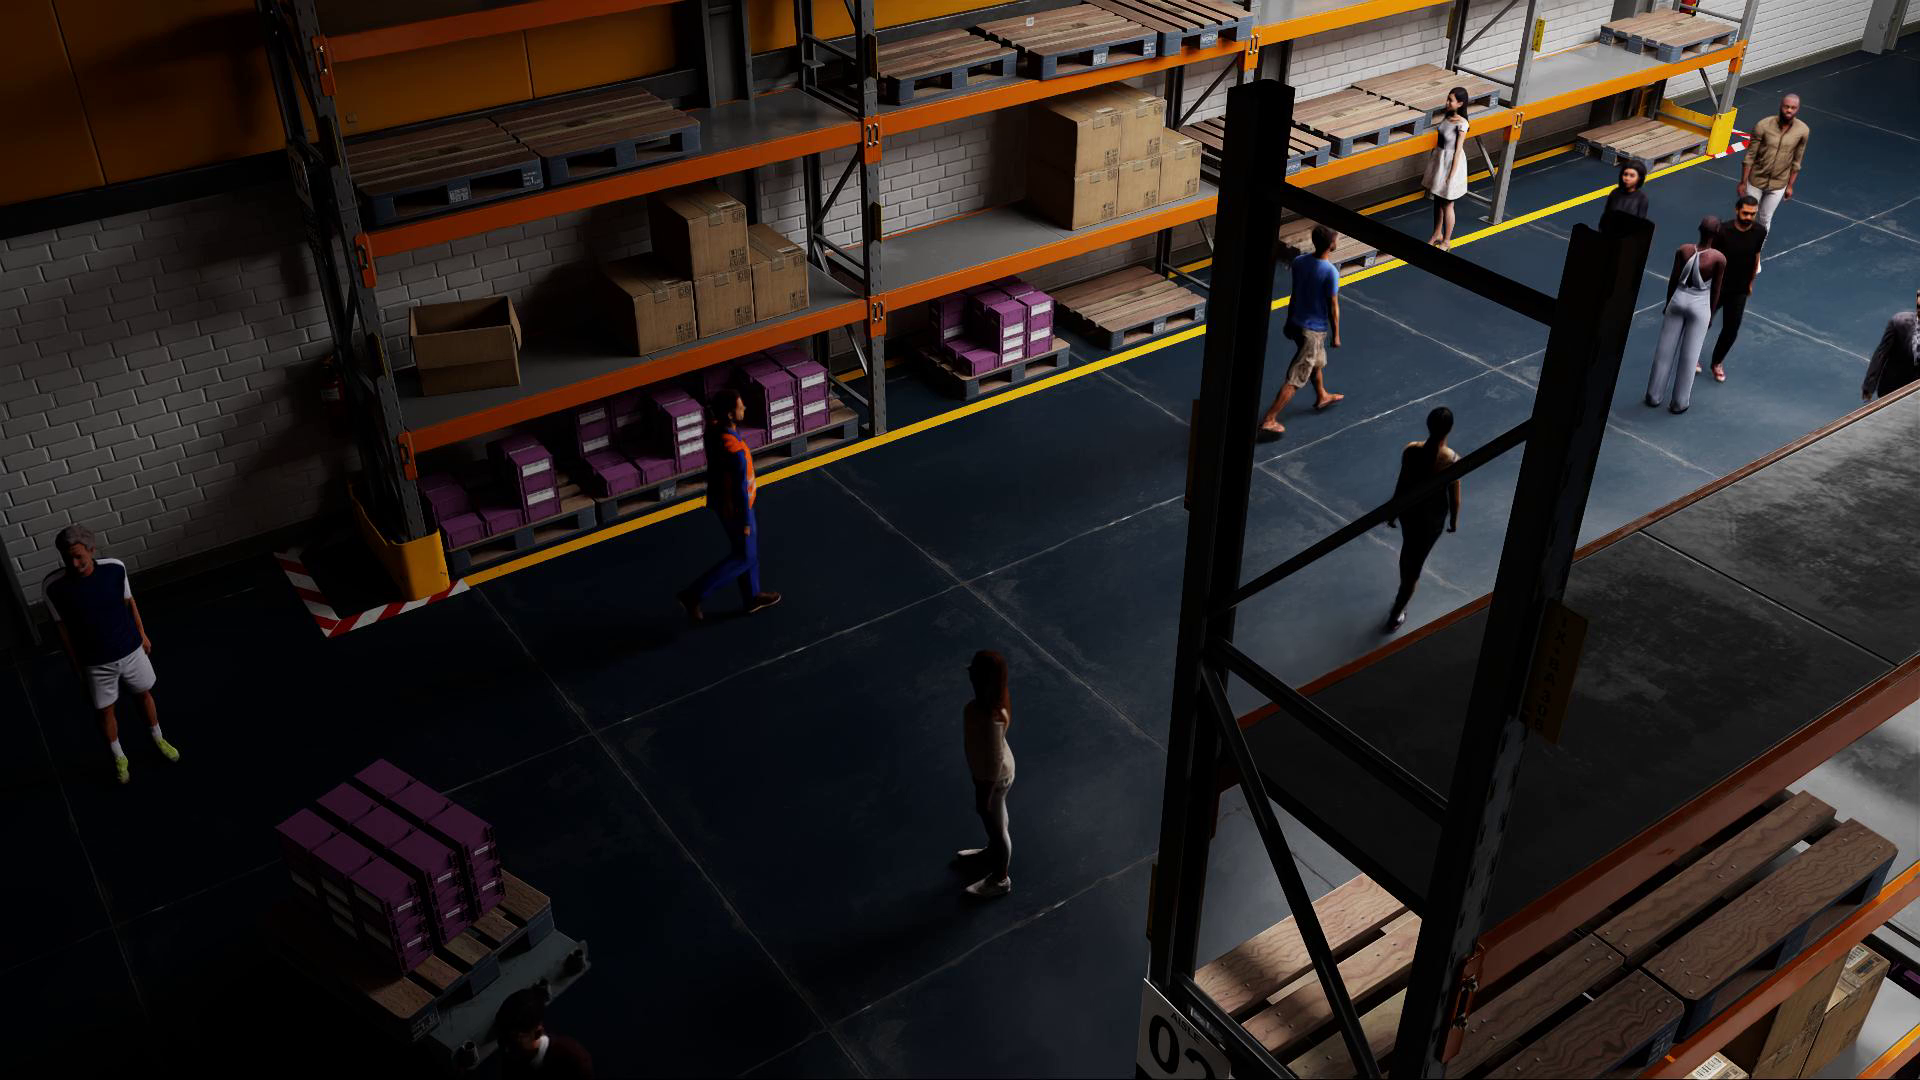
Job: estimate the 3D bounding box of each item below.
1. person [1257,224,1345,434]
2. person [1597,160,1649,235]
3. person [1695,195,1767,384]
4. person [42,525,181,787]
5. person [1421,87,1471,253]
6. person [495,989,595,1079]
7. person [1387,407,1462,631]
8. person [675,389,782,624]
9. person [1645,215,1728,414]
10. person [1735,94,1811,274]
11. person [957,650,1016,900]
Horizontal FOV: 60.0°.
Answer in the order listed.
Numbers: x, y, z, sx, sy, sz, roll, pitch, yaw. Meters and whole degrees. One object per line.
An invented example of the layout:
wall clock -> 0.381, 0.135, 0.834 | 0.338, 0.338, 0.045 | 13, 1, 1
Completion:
person -> 2.859, -1.725, 13.919 | 1.295, 1.815, 0.720 | -17, 37, -24
person -> 6.185, -2.753, 15.577 | 0.721, 1.693, 0.851 | 20, 39, 27
person -> 6.805, -2.302, 14.859 | 0.876, 1.735, 0.942 | 2, 34, 3
person -> -5.284, 0.671, 10.297 | 0.514, 1.834, 0.710 | -25, 41, -32
person -> 4.988, -3.774, 17.044 | 0.775, 1.769, 0.764 | -6, 34, -9
person -> -1.741, 2.609, 7.374 | 0.988, 1.843, 1.096 | 11, 35, 16
person -> 3.180, -0.104, 11.573 | 0.766, 1.713, 0.887 | 19, 38, 26
person -> -1.662, -0.200, 11.598 | 1.058, 1.845, 0.756 | -17, 37, -23
person -> 6.244, -1.940, 14.269 | 0.621, 1.786, 0.566 | 24, 41, 32
person -> 8.122, -3.611, 16.747 | 0.794, 1.825, 0.832 | 8, 34, 12
person -> 0.189, 1.311, 9.444 | 0.732, 1.713, 0.698 | 1, 34, 1
